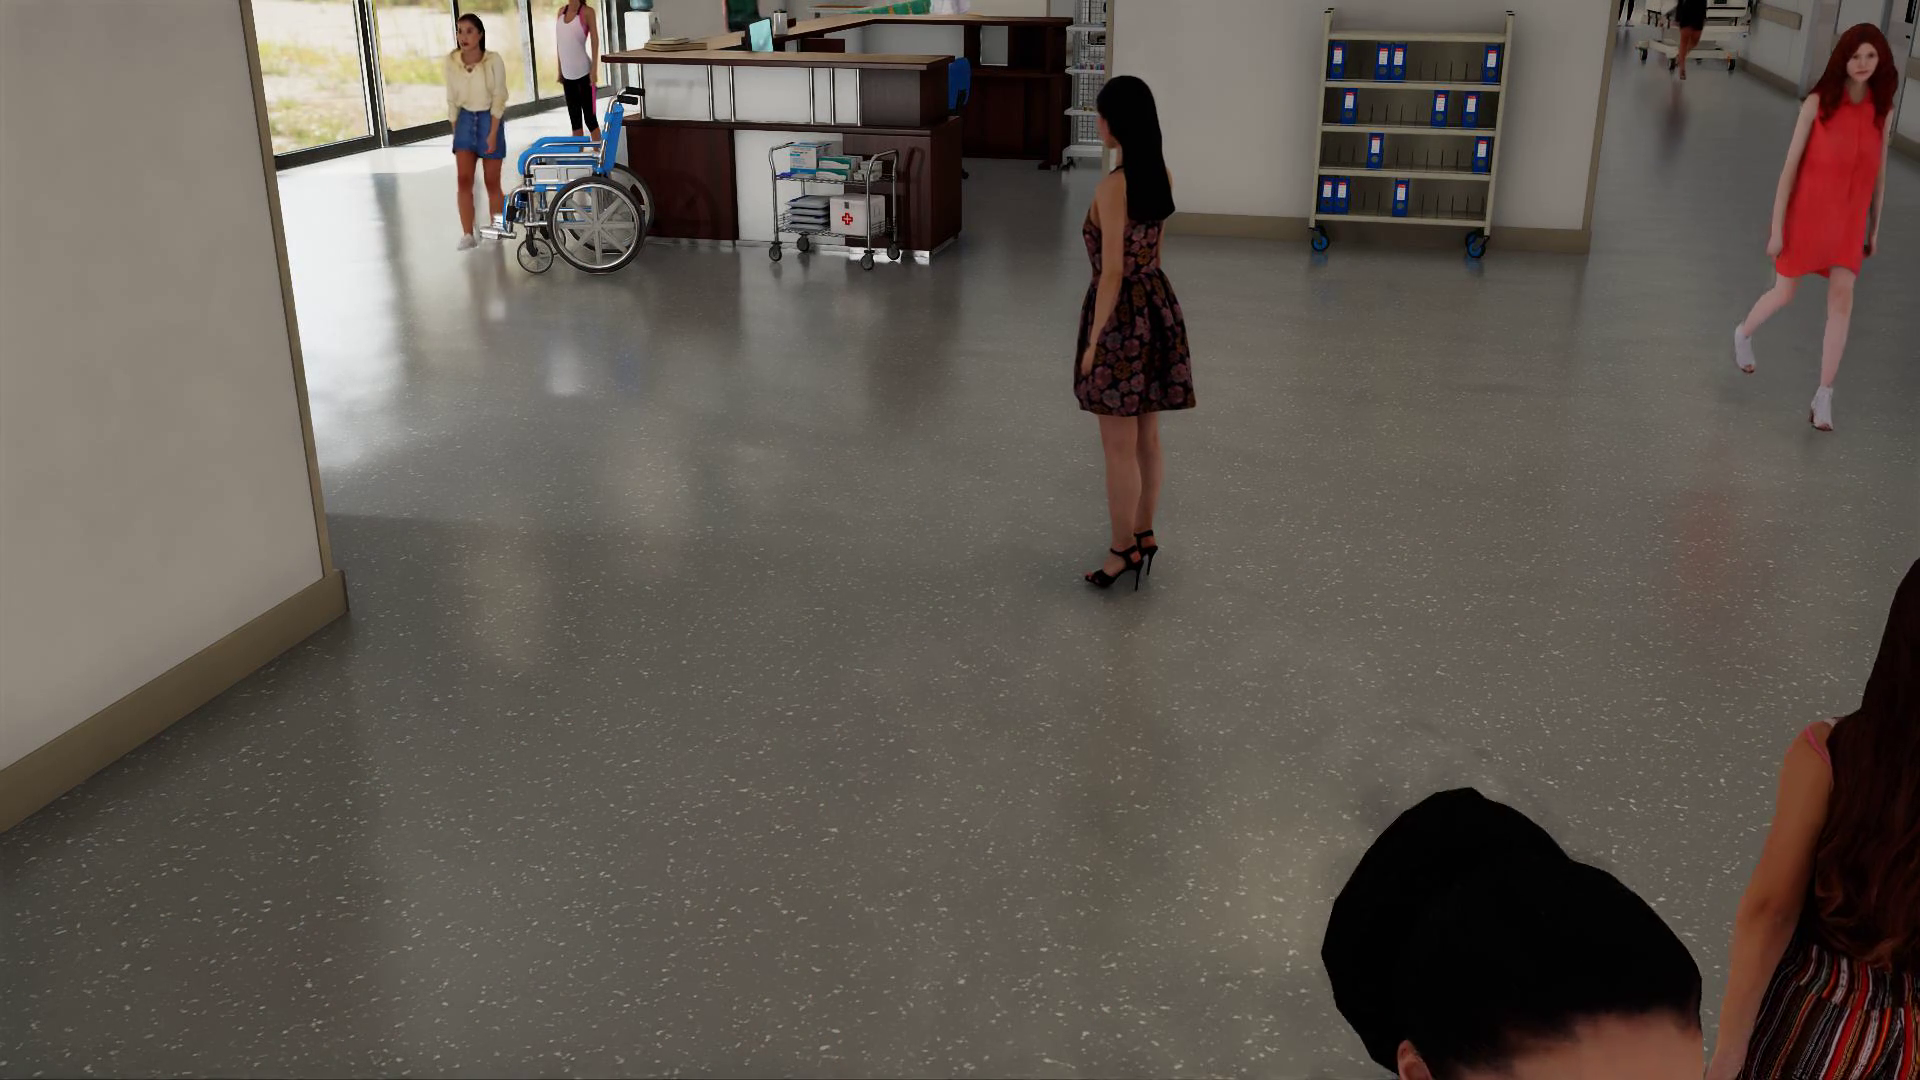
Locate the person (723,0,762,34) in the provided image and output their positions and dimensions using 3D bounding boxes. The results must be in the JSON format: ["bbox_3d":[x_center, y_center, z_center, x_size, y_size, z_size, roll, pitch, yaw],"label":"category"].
[{"bbox_3d":[-2.738,-6.482,20.962,0.706,1.829,0.803,-2,21,-4],"label":"person"}]

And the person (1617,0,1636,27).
[{"bbox_3d":[13.948,-11.615,34.593,0.537,1.773,0.714,1,21,3],"label":"person"}]

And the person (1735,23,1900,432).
[{"bbox_3d":[3.955,-1.448,7.727,1.140,1.789,0.852,1,21,3],"label":"person"}]

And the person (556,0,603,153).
[{"bbox_3d":[-3.381,-4.124,14.796,0.542,1.787,0.716,11,24,28],"label":"person"}]

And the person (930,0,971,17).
[{"bbox_3d":[-0.147,-5.463,18.297,0.910,1.810,0.923,15,25,34],"label":"person"}]

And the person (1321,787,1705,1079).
[{"bbox_3d":[0.341,0.983,1.379,1.013,1.738,0.978,-7,22,-17],"label":"person"}]

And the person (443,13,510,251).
[{"bbox_3d":[-3.343,-2.870,11.736,0.816,1.608,0.798,1,21,2],"label":"person"}]

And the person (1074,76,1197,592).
[{"bbox_3d":[0.577,-0.691,5.749,0.780,1.775,0.757,14,25,32],"label":"person"}]

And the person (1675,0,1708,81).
[{"bbox_3d":[10.371,-7.389,23.645,0.910,1.625,0.741,1,21,4],"label":"person"}]
